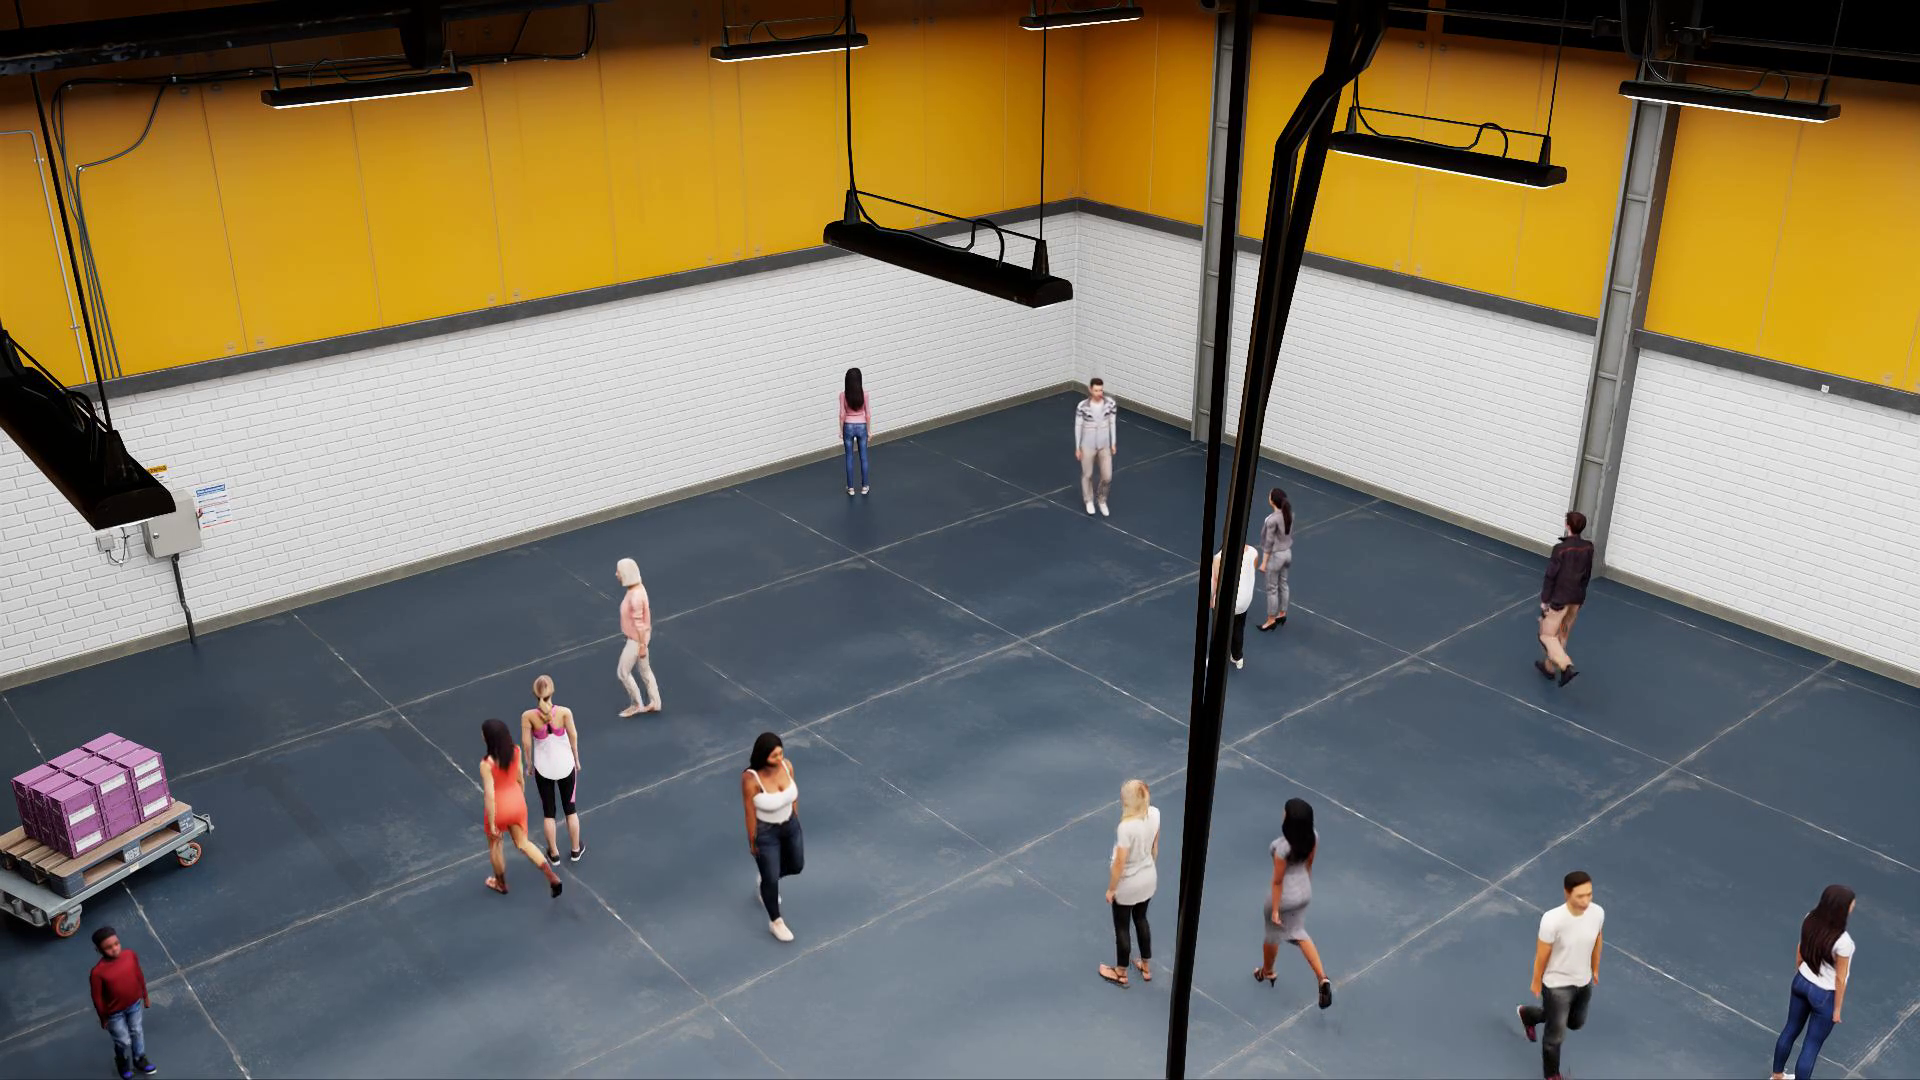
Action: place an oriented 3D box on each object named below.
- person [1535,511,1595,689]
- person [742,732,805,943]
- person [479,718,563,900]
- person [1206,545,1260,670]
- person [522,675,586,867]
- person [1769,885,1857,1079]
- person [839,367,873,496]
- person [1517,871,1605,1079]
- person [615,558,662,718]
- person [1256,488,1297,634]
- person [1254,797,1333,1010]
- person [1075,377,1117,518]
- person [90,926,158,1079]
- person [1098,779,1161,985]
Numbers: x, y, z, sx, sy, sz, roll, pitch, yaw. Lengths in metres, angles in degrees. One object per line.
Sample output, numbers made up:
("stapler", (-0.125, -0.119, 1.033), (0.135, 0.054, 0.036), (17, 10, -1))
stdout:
("person", (6.237, 0.643, 17.062), (0.948, 1.910, 1.120), (-6, 24, -14))
("person", (-1.536, 2.319, 13.364), (0.638, 1.802, 0.869), (-18, 29, -35))
("person", (-3.652, 2.257, 13.639), (1.114, 1.695, 0.796), (14, 27, 30))
("person", (2.839, 0.582, 17.482), (0.730, 1.688, 0.716), (-9, 25, -19))
("person", (-3.467, 1.960, 14.204), (0.682, 1.787, 0.670), (-6, 24, -13))
("person", (5.918, 3.143, 11.514), (0.728, 1.774, 0.606), (-5, 24, -11))
("person", (-1.398, -1.456, 22.076), (0.659, 1.742, 0.673), (-3, 24, -7))
("person", (4.218, 3.043, 11.731), (0.859, 1.783, 1.032), (-8, 25, -17))
("person", (-3.125, 0.972, 16.558), (0.807, 1.712, 0.730), (-6, 24, -12))
("person", (3.495, 0.217, 18.328), (0.613, 1.677, 0.568), (-20, 31, -38))
("person", (2.540, 2.743, 12.447), (0.690, 1.759, 1.038), (-14, 27, -30))
("person", (1.734, -1.247, 21.475), (0.832, 1.840, 0.849), (-3, 24, -6))
("person", (-6.017, 3.280, 11.854), (0.576, 1.251, 0.570), (14, 27, 29))
("person", (1.332, 2.605, 12.689), (0.637, 1.819, 0.567), (-16, 28, -32))
